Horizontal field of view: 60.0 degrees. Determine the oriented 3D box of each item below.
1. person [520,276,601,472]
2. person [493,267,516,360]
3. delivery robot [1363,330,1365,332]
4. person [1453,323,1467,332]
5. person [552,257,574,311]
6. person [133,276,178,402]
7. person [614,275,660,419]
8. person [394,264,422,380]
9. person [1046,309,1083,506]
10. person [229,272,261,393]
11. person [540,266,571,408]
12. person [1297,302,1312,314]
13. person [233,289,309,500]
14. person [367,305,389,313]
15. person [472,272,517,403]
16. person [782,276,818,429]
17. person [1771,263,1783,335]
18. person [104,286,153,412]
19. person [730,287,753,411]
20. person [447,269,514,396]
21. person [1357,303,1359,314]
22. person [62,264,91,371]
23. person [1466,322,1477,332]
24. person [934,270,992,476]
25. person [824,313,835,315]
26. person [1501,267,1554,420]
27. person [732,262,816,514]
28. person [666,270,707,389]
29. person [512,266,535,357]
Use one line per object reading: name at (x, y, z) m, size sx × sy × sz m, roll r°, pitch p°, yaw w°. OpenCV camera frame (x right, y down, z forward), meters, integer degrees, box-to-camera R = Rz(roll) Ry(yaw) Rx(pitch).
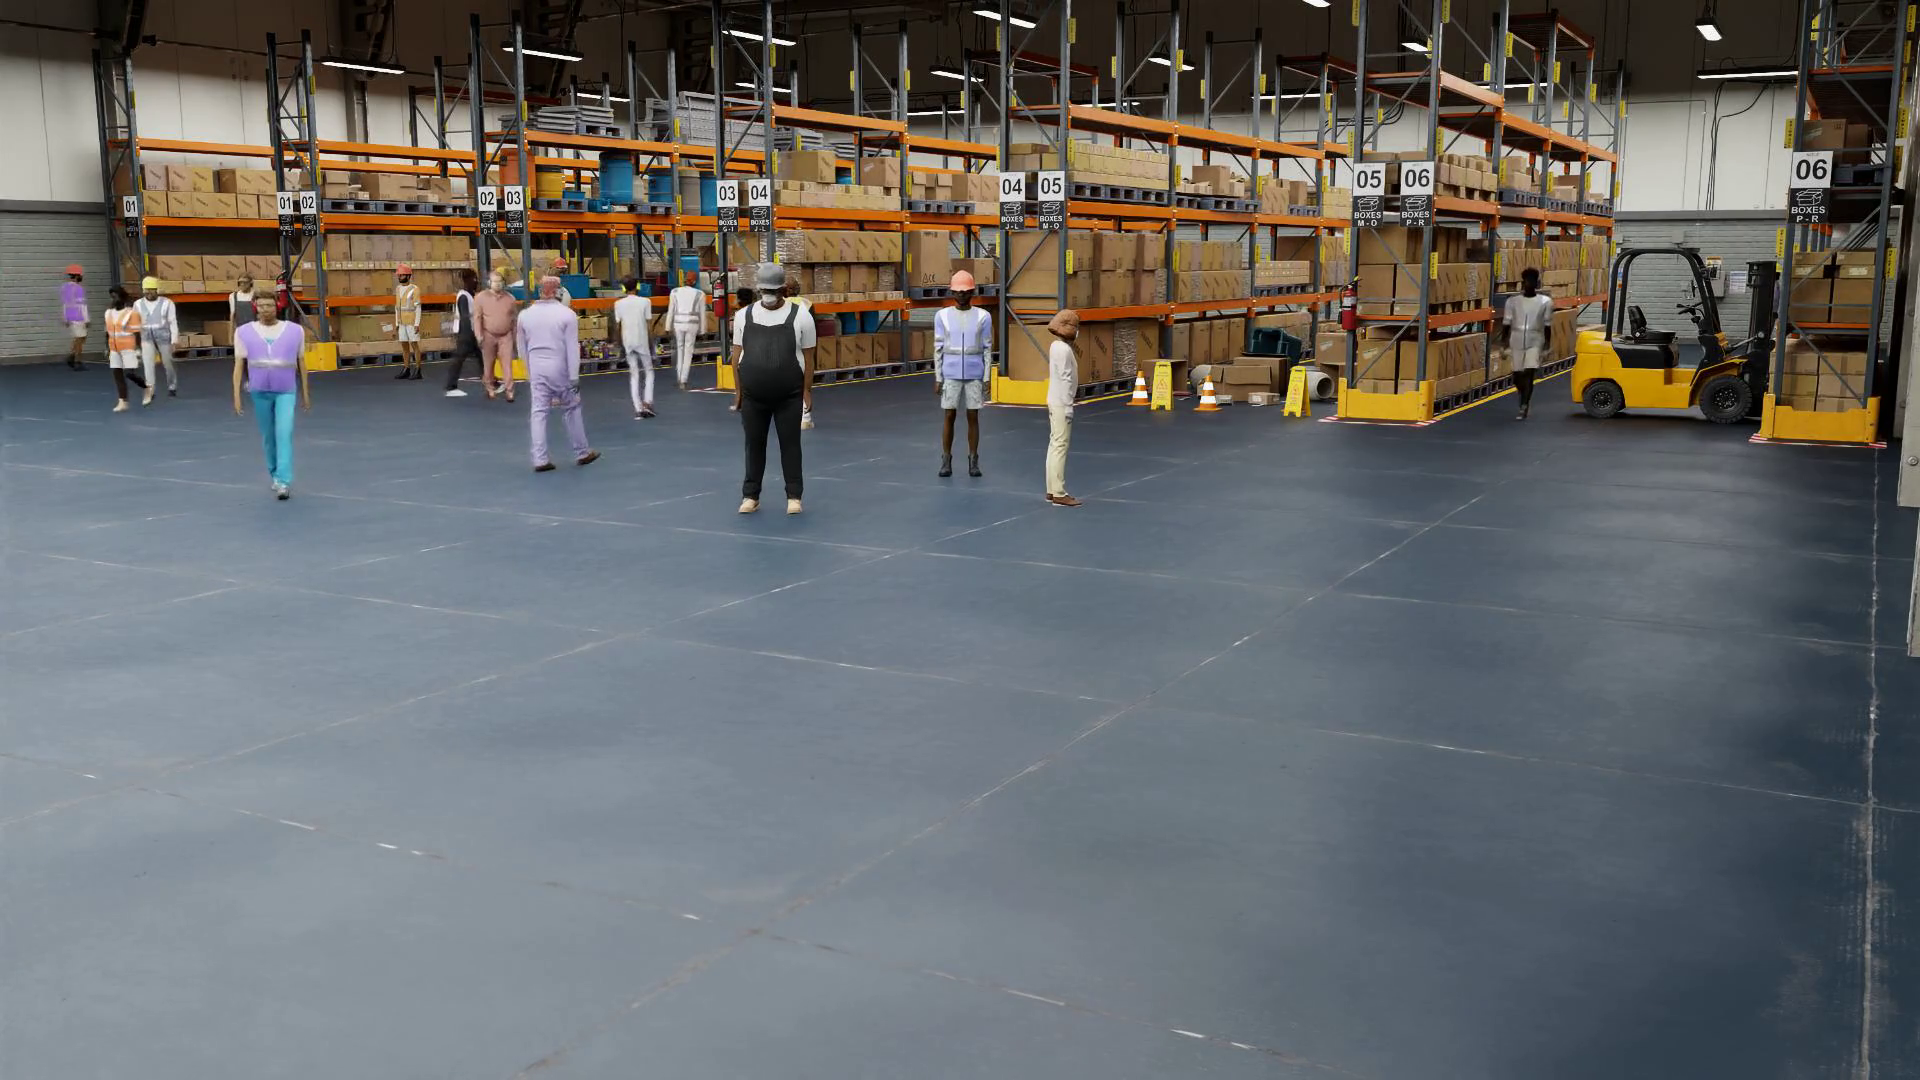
person at (-3.903, -1.624, 16.236) m, size 0.679 × 1.864 × 0.933 m, roll 3°, pitch 10°, yaw 18°
person at (-8.415, -4.043, 30.440) m, size 0.592 × 1.860 × 0.991 m, roll 3°, pitch 10°, yaw 16°
delivery robot at (8.925, -4.684, 37.730) m, size 0.707 × 0.478 × 0.477 m, roll 0°, pitch 10°, yaw 2°
person at (11.613, -5.500, 38.735) m, size 0.371 × 1.941 × 0.627 m, roll -3°, pitch 10°, yaw -18°
person at (-7.381, -4.194, 30.783) m, size 0.377 × 2.045 × 0.605 m, roll 8°, pitch 13°, yaw 41°
person at (-11.591, -2.913, 24.022) m, size 0.592 × 1.795 × 0.910 m, roll -2°, pitch 10°, yaw -12°
person at (-4.098, -2.456, 21.213) m, size 0.605 × 1.834 × 0.493 m, roll 1°, pitch 10°, yaw 7°
person at (-9.307, -3.665, 27.995) m, size 0.542 × 1.939 × 0.361 m, roll 5°, pitch 11°, yaw 28°
person at (0.863, -1.102, 13.884) m, size 0.287 × 1.633 × 0.497 m, roll -1°, pitch 10°, yaw -7°
person at (-10.835, -3.146, 25.271) m, size 0.553 × 1.830 × 0.396 m, roll -1°, pitch 10°, yaw -5°
person at (-5.539, -2.767, 22.738) m, size 0.372 × 1.940 × 0.631 m, roll 2°, pitch 10°, yaw 13°
person at (8.136, -5.495, 39.067) m, size 0.520 × 1.818 × 0.661 m, roll -3°, pitch 10°, yaw -15°
person at (-5.964, -1.269, 14.414) m, size 0.589 × 1.794 × 0.989 m, roll -3°, pitch 10°, yaw -17°
person at (-12.308, -4.847, 35.111) m, size 0.375 × 1.883 × 0.661 m, roll 4°, pitch 11°, yaw 24°
person at (-6.655, -2.905, 23.830) m, size 0.641 × 1.867 × 0.996 m, roll -4°, pitch 11°, yaw -24°
person at (-2.013, -2.243, 19.962) m, size 0.634 × 1.839 × 0.429 m, roll 1°, pitch 10°, yaw 5°
person at (16.825, -4.767, 34.483) m, size 0.594 × 1.925 × 0.378 m, roll -8°, pitch 13°, yaw -40°
person at (-11.159, -2.557, 22.249) m, size 0.539 × 1.681 × 0.479 m, roll 2°, pitch 10°, yaw 14°
person at (-2.731, -2.506, 22.000) m, size 0.763 × 1.664 × 0.567 m, roll 5°, pitch 11°, yaw 27°
person at (-7.172, -3.052, 24.591) m, size 1.002 × 1.867 × 0.621 m, roll 0°, pitch 10°, yaw -2°
person at (9.094, -5.470, 38.942) m, size 0.859 × 1.800 × 0.615 m, roll -3°, pitch 10°, yaw -16°
person at (-15.941, -4.007, 30.052) m, size 0.559 × 1.924 × 0.435 m, roll 6°, pitch 12°, yaw 33°
person at (12.076, -5.620, 39.401) m, size 0.652 × 1.951 × 0.464 m, roll -8°, pitch 12°, yaw -38°
person at (0.032, -1.555, 15.646) m, size 0.547 × 1.938 × 0.379 m, roll 0°, pitch 10°, yaw -1°
person at (-3.198, -5.725, 39.737) m, size 0.612 × 2.048 × 0.363 m, roll 0°, pitch 10°, yaw -1°
person at (7.262, -2.521, 21.301) m, size 0.616 × 1.939 × 0.823 m, roll 5°, pitch 11°, yaw 28°
person at (-1.510, -1.220, 13.382) m, size 0.677 × 2.000 × 0.536 m, roll 1°, pitch 10°, yaw 3°
person at (-4.287, -3.320, 26.221) m, size 0.629 × 1.851 × 0.799 m, roll 1°, pitch 10°, yaw 5°
person at (-8.422, -4.365, 32.255) m, size 0.577 × 1.882 × 0.349 m, roll 6°, pitch 11°, yaw 30°
